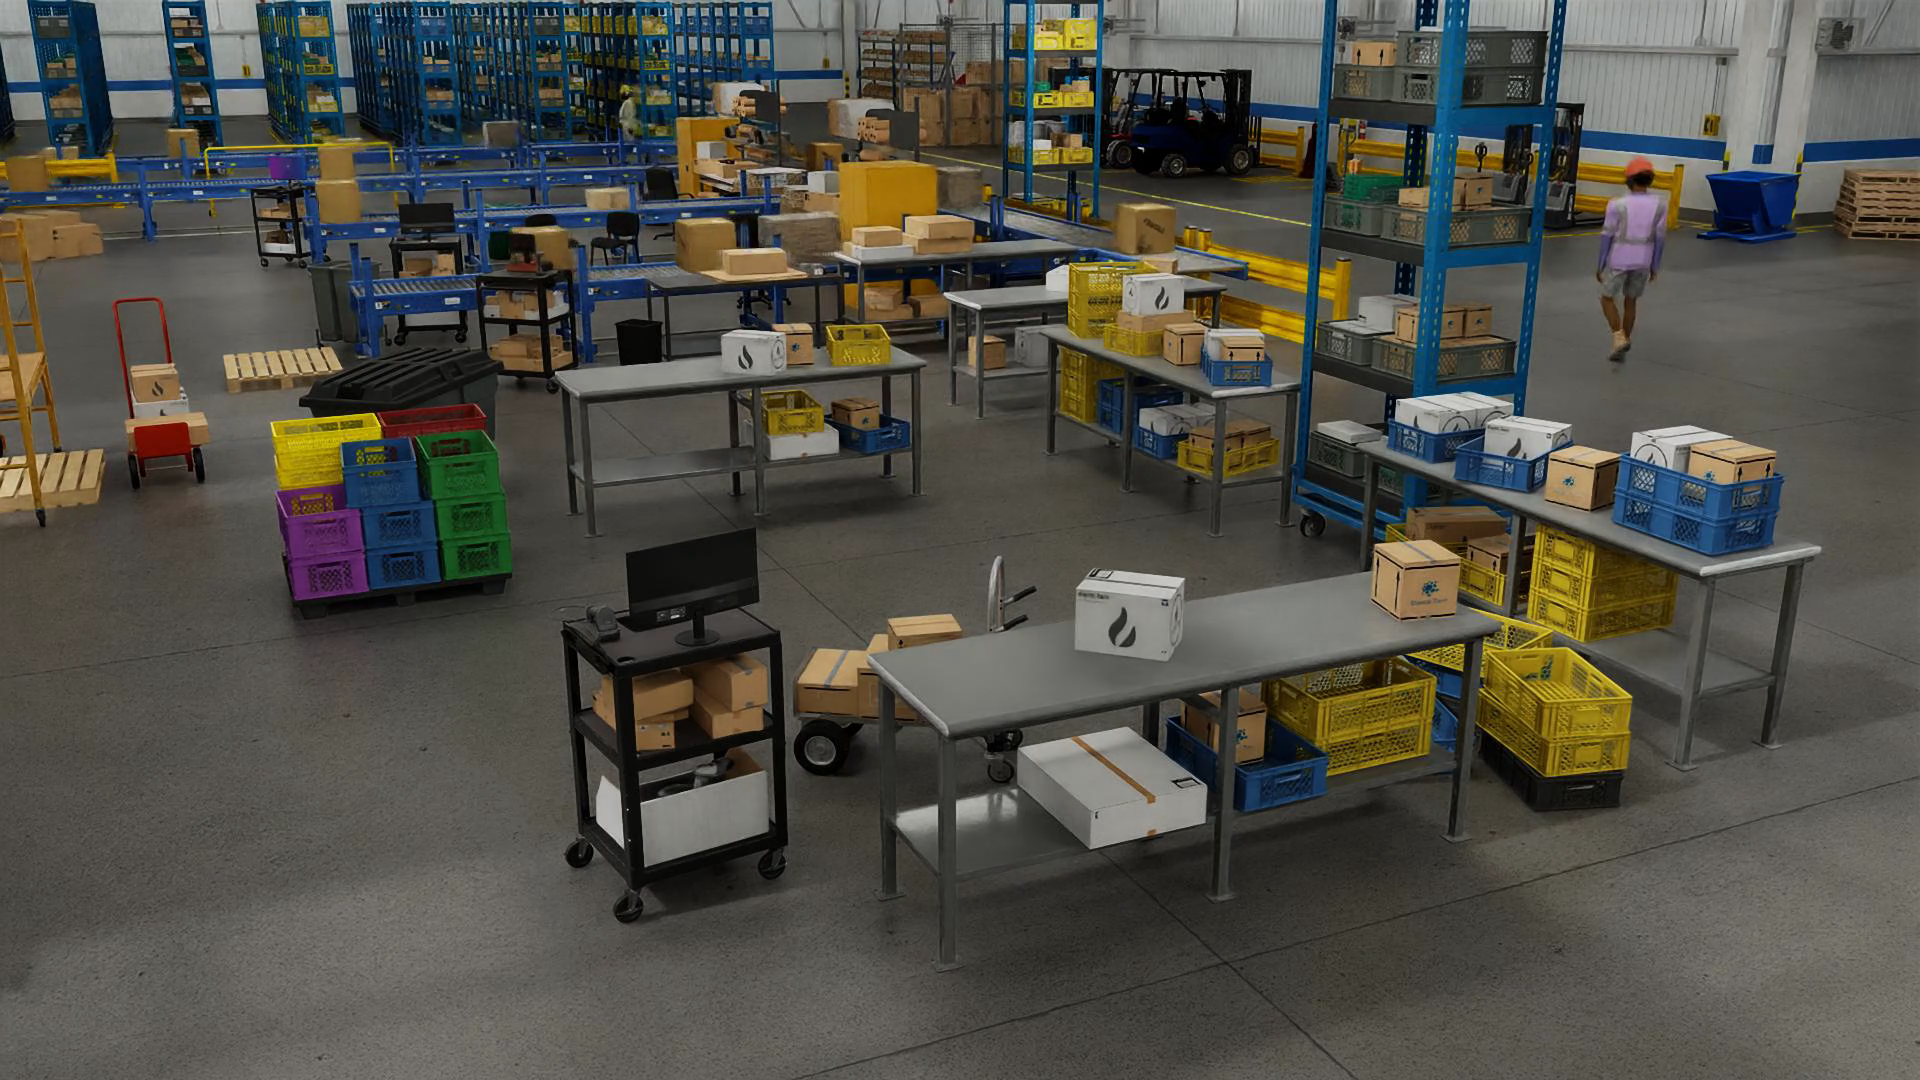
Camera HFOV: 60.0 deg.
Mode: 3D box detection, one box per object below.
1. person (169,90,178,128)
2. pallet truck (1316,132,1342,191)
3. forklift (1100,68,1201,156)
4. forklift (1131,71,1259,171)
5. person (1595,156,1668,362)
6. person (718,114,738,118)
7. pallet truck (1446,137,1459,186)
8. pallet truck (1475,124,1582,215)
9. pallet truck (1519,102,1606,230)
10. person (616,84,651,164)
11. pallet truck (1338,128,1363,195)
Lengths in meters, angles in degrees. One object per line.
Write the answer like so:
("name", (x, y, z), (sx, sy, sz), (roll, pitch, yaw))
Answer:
("person", (-23.485, -13.357, 50.183), (0.988, 1.790, 0.592), (-7, 19, -22))
("pallet truck", (7.723, -7.504, 32.656), (1.601, 1.201, 0.680), (-8, 19, -23))
("forklift", (4.082, -9.564, 37.410), (2.680, 1.987, 1.157), (-8, 19, -23))
("forklift", (4.998, -8.936, 35.413), (2.680, 1.987, 1.157), (-9, 20, -25))
("person", (6.577, -2.742, 16.348), (0.637, 2.027, 0.477), (0, 18, -1))
("person", (-4.971, -8.879, 35.920), (0.465, 1.892, 0.665), (10, 20, 28))
("pallet truck", (9.184, -6.485, 29.328), (1.630, 1.274, 0.653), (-8, 19, -23))
("pallet truck", (9.707, -6.455, 28.103), (1.885, 1.965, 0.823), (-7, 19, -20))
("pallet truck", (9.972, -6.037, 26.785), (1.885, 1.965, 0.823), (-9, 20, -25))
("person", (-7.434, -9.375, 37.607), (0.728, 1.807, 0.600), (-6, 19, -19))
("pallet truck", (7.845, -7.140, 31.411), (1.522, 1.261, 0.704), (-9, 20, -25))
